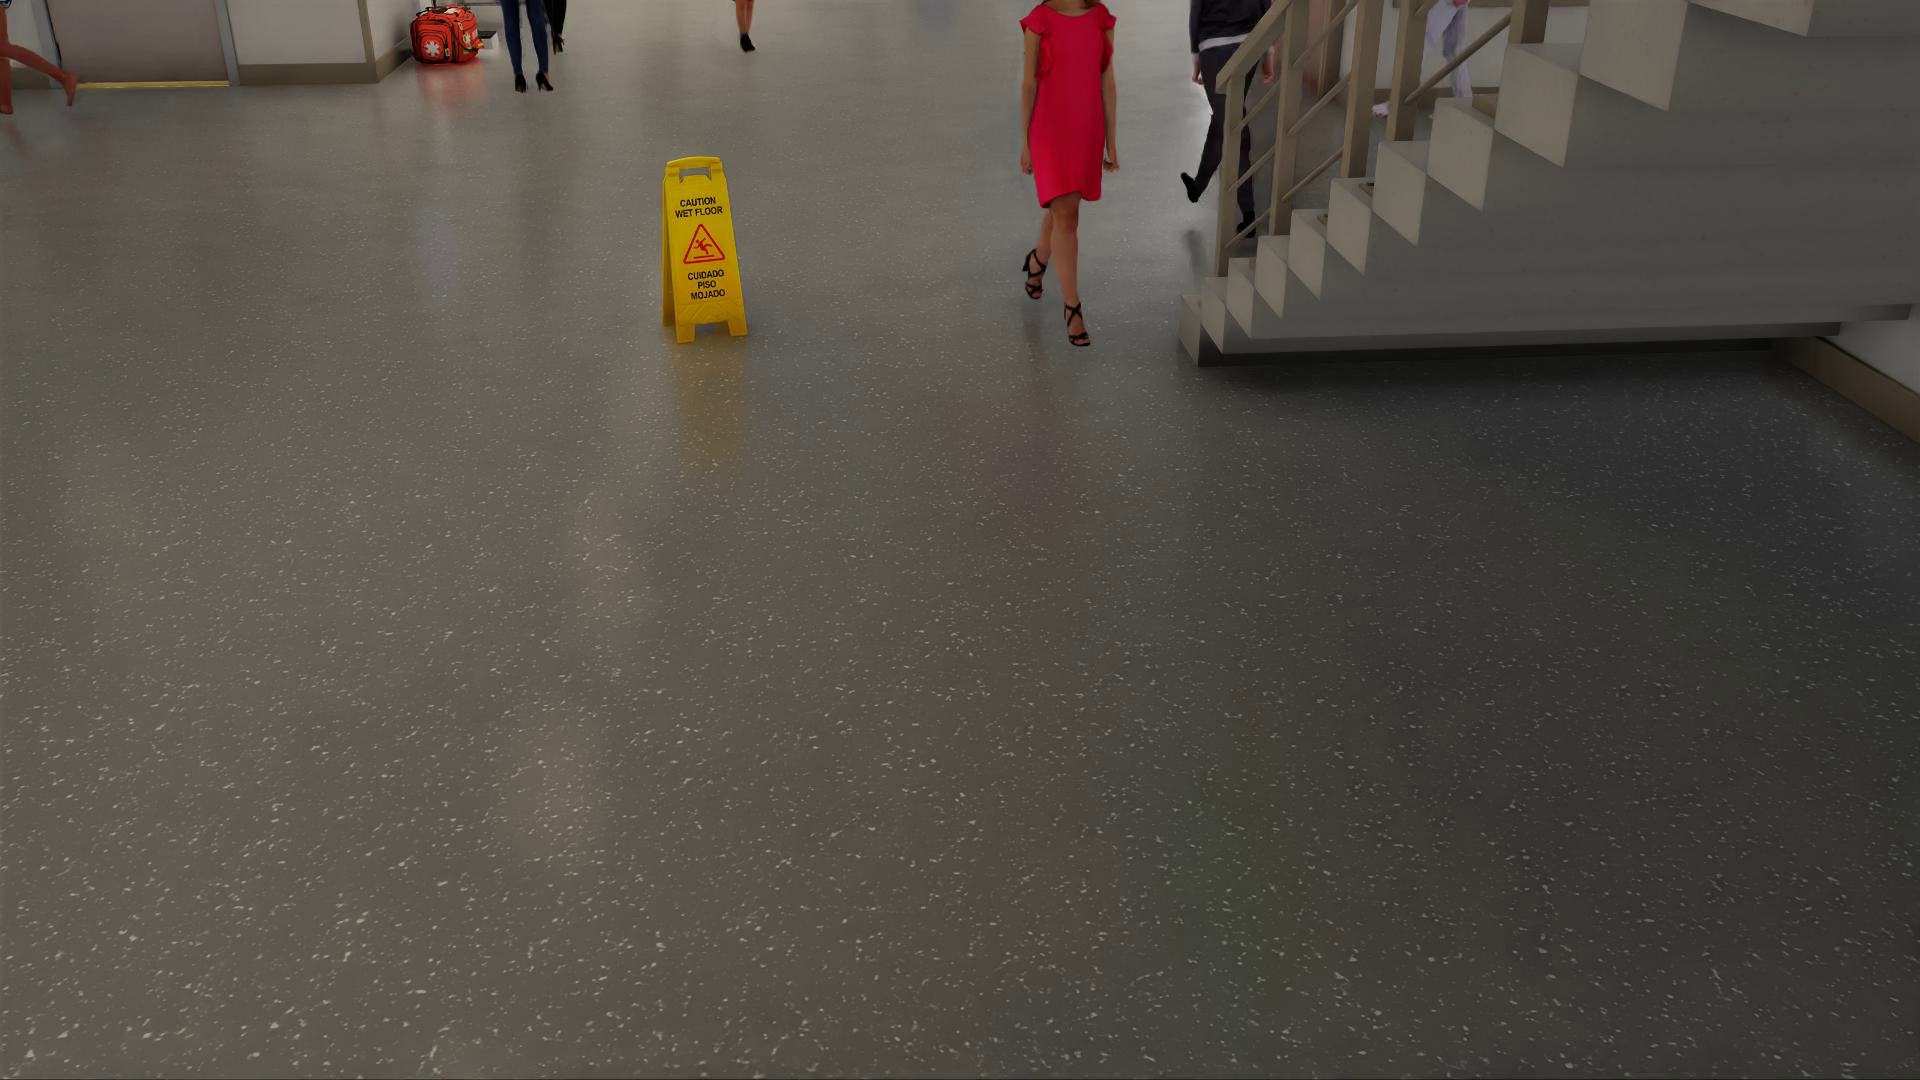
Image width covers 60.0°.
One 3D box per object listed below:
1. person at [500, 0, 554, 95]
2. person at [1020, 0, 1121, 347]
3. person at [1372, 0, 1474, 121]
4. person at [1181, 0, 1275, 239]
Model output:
[{"bbox_3d":[-3.288,-4.229,12.303,0.588,1.796,0.484,-3,26,-6],"label":"person"},{"bbox_3d":[0.437,-1.755,7.294,0.767,1.689,1.078,-9,27,-19],"label":"person"},{"bbox_3d":[3.387,-3.708,11.144,0.949,1.864,1.026,7,27,15],"label":"person"},{"bbox_3d":[1.441,-2.418,8.654,0.699,1.703,1.185,-4,26,-8],"label":"person"}]
